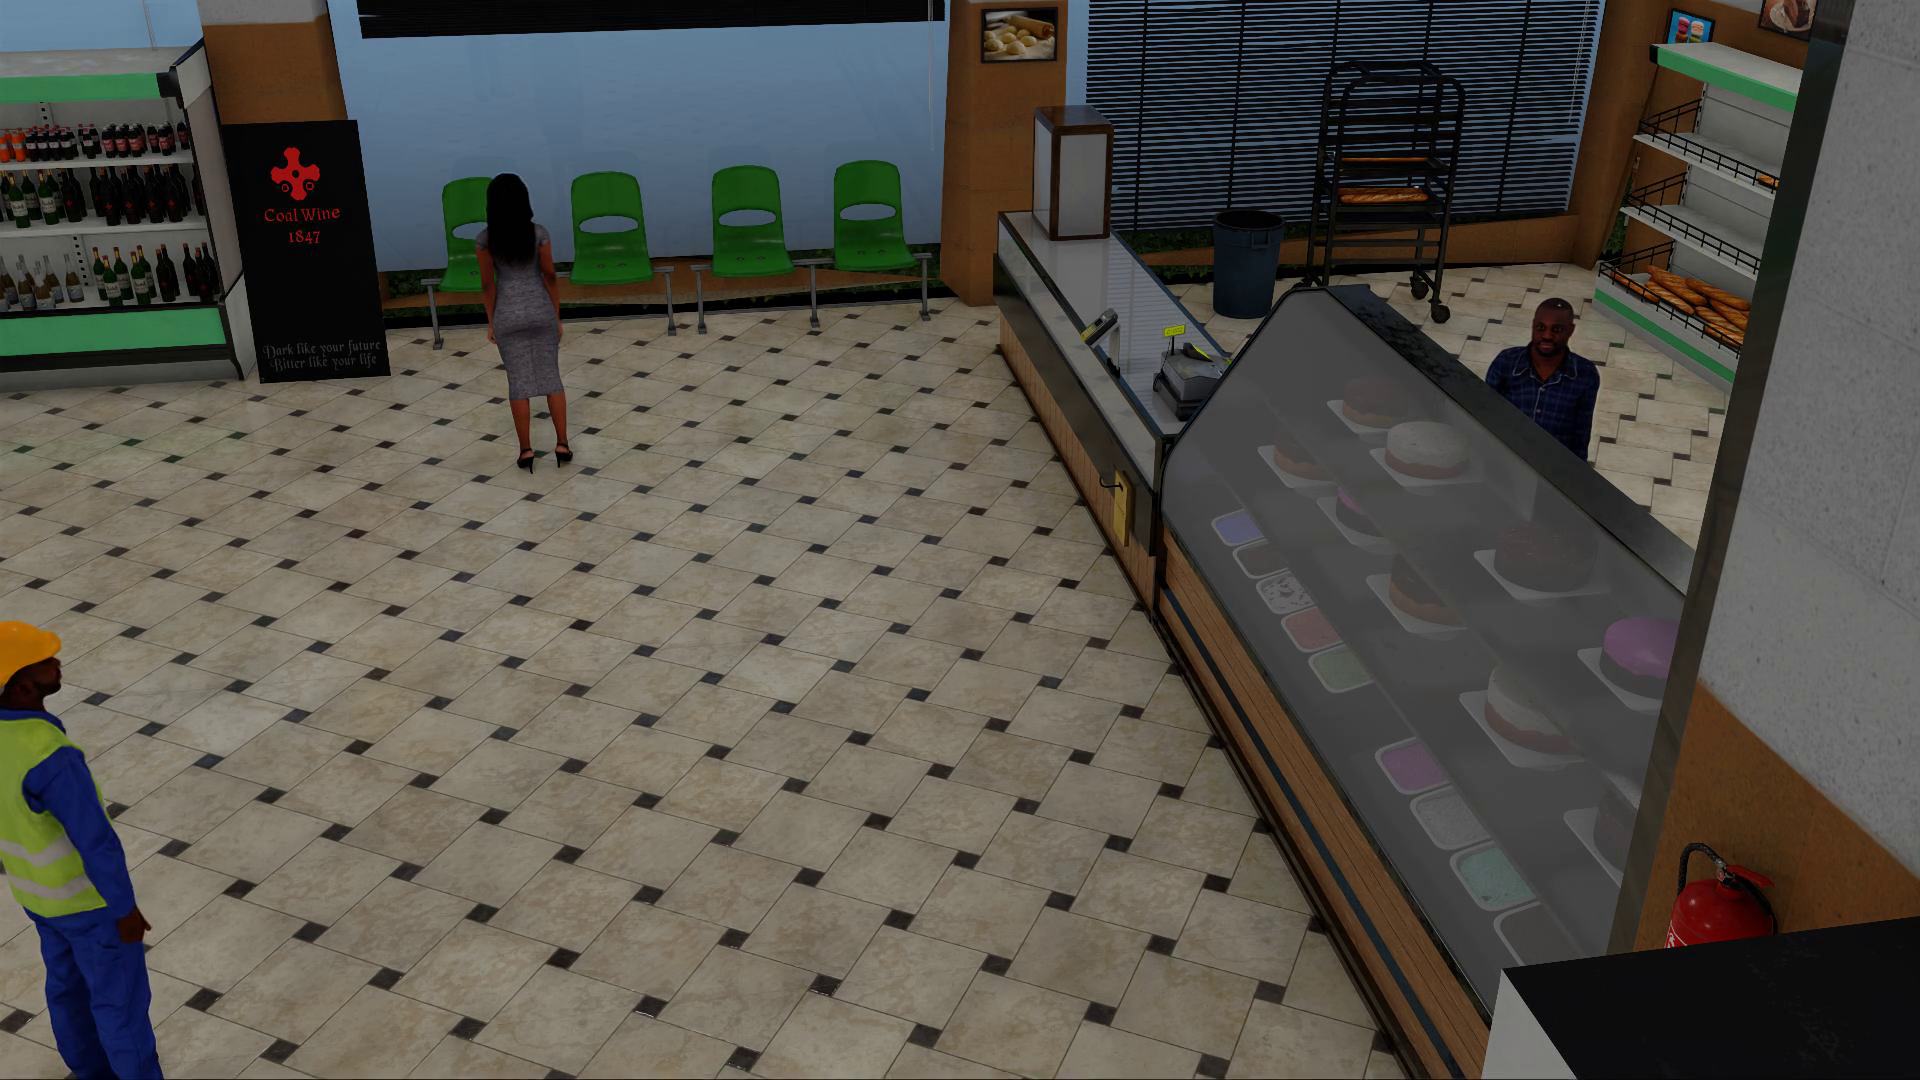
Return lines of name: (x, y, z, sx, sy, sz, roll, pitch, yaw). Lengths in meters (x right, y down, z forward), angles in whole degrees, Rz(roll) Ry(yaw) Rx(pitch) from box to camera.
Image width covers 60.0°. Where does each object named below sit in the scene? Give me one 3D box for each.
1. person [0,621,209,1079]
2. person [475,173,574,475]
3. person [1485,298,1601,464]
person: (-2.712, 1.046, 5.080, 0.738, 1.812, 0.803, 16, 31, 29)
person: (-2.515, -1.244, 9.629, 0.492, 1.781, 0.670, -8, 28, -16)
person: (2.577, -0.235, 7.590, 0.727, 1.824, 0.833, 9, 28, 18)
